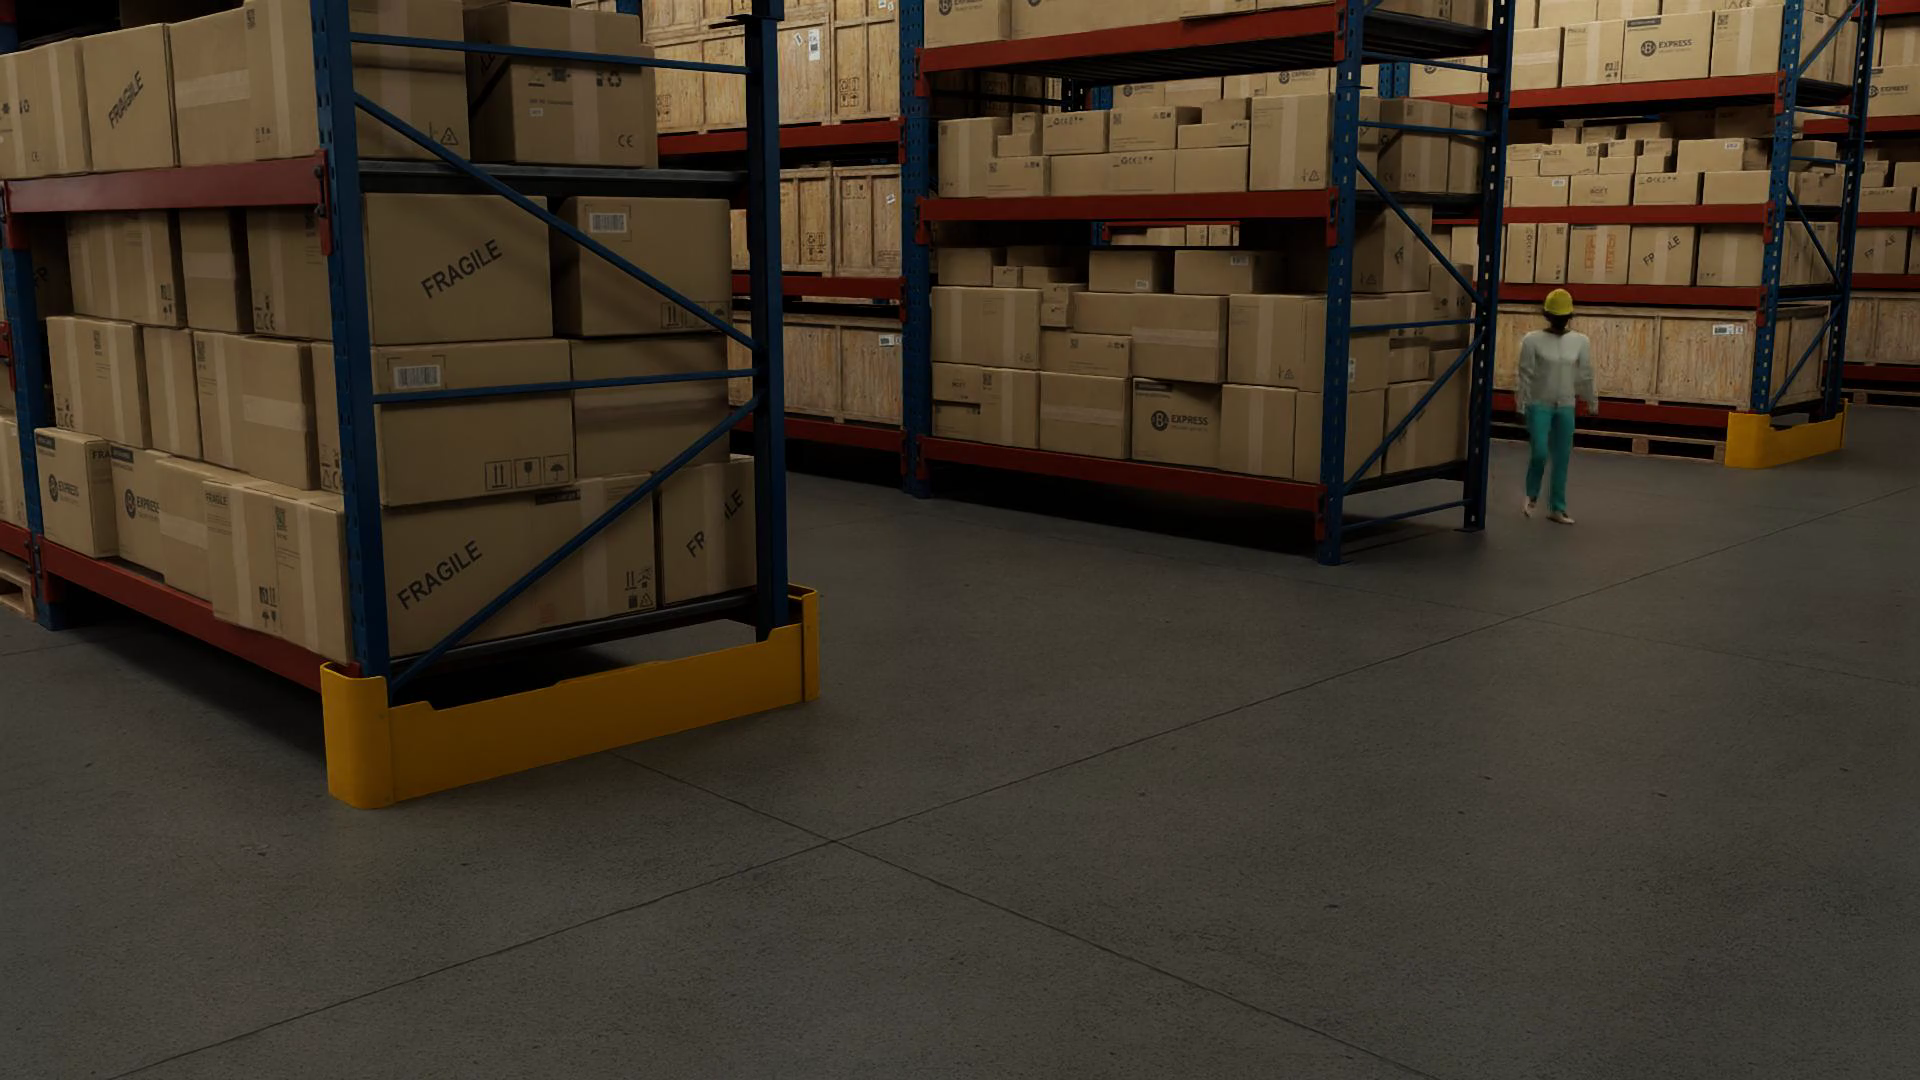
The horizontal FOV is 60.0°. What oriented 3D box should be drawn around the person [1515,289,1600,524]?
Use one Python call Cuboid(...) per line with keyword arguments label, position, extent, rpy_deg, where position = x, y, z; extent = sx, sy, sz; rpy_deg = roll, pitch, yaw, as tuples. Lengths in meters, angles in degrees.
Cuboid(label="person", position=(4.411, -0.971, 12.273), extent=(0.619, 1.743, 0.394), rpy_deg=(-1, 10, -7))
